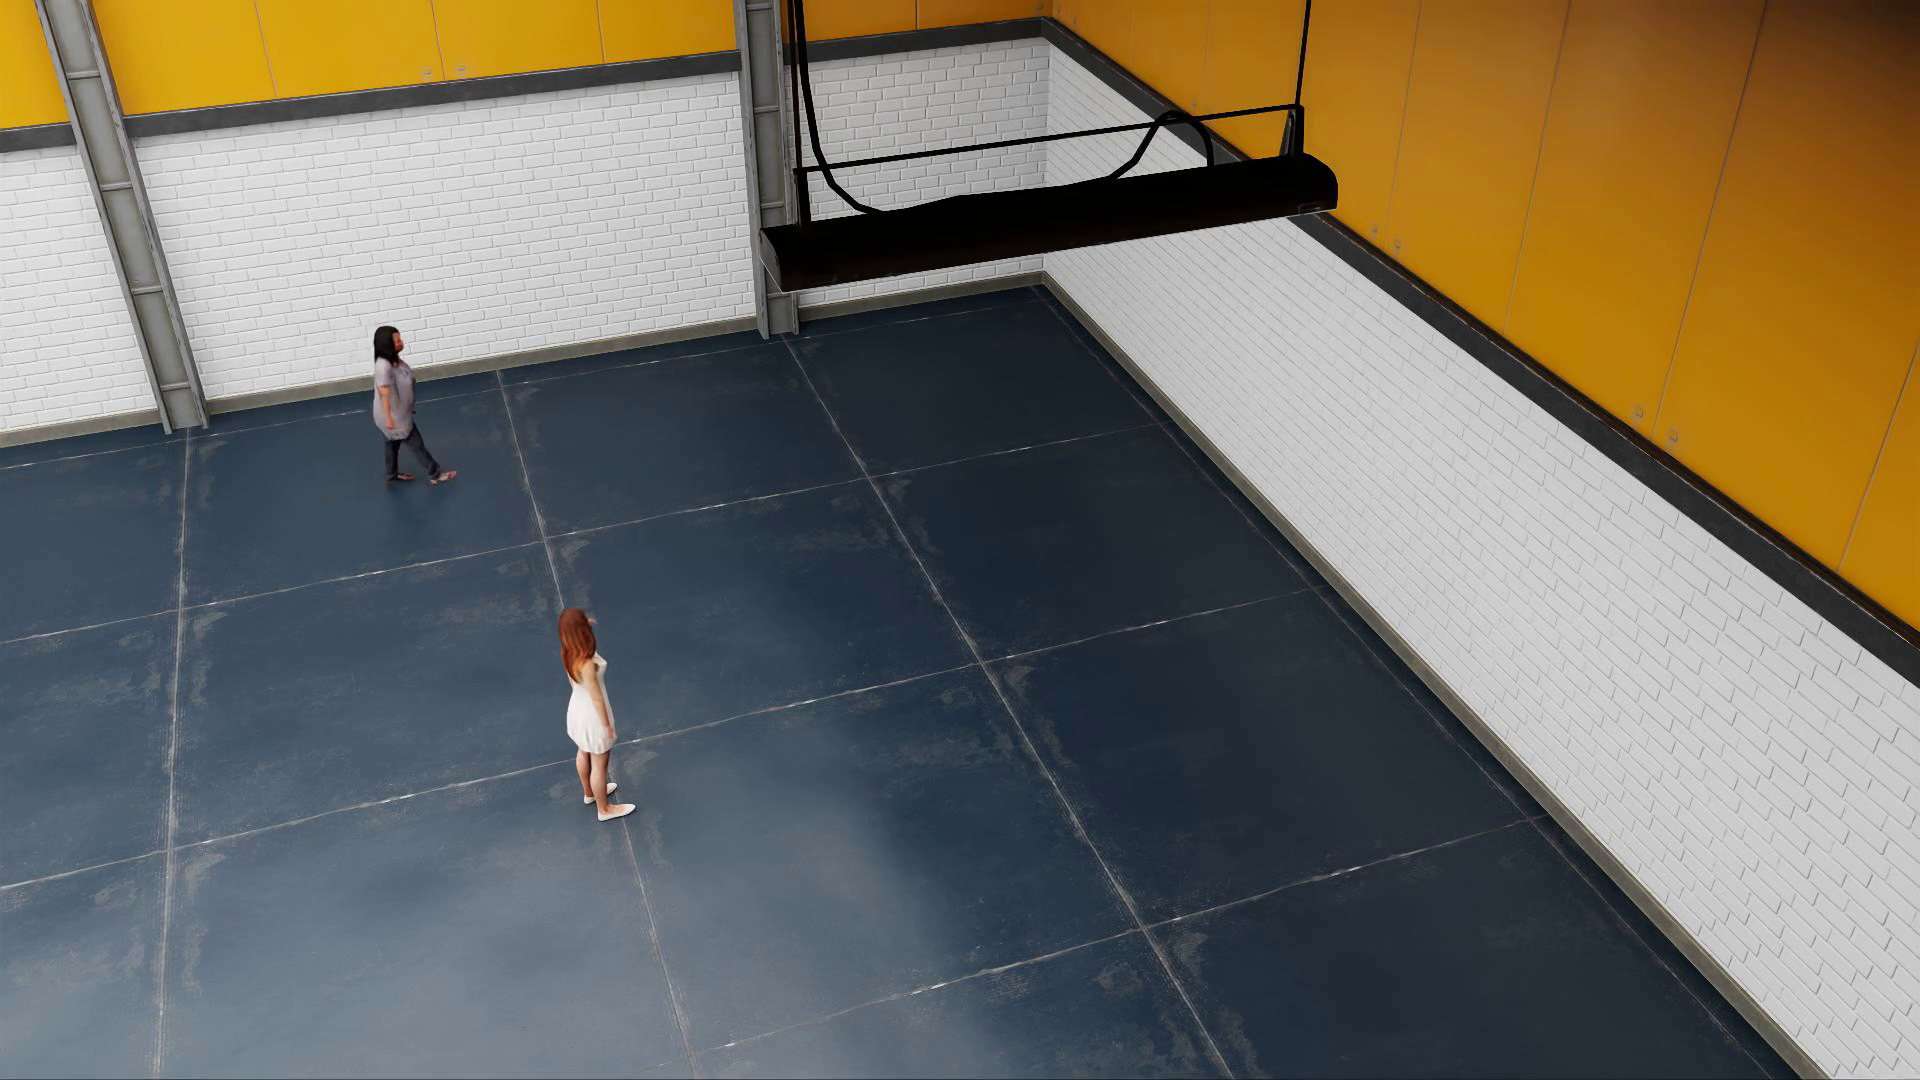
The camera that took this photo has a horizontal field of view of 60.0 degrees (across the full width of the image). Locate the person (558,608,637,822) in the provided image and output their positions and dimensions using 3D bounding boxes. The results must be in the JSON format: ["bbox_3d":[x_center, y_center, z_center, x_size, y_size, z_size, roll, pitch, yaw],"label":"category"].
[{"bbox_3d":[-2.534,1.175,11.358,0.605,1.713,0.608,-21,39,-28],"label":"person"}]

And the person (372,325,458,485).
[{"bbox_3d":[-5.181,-1.183,15.022,0.892,1.583,0.681,-8,35,-12],"label":"person"}]
